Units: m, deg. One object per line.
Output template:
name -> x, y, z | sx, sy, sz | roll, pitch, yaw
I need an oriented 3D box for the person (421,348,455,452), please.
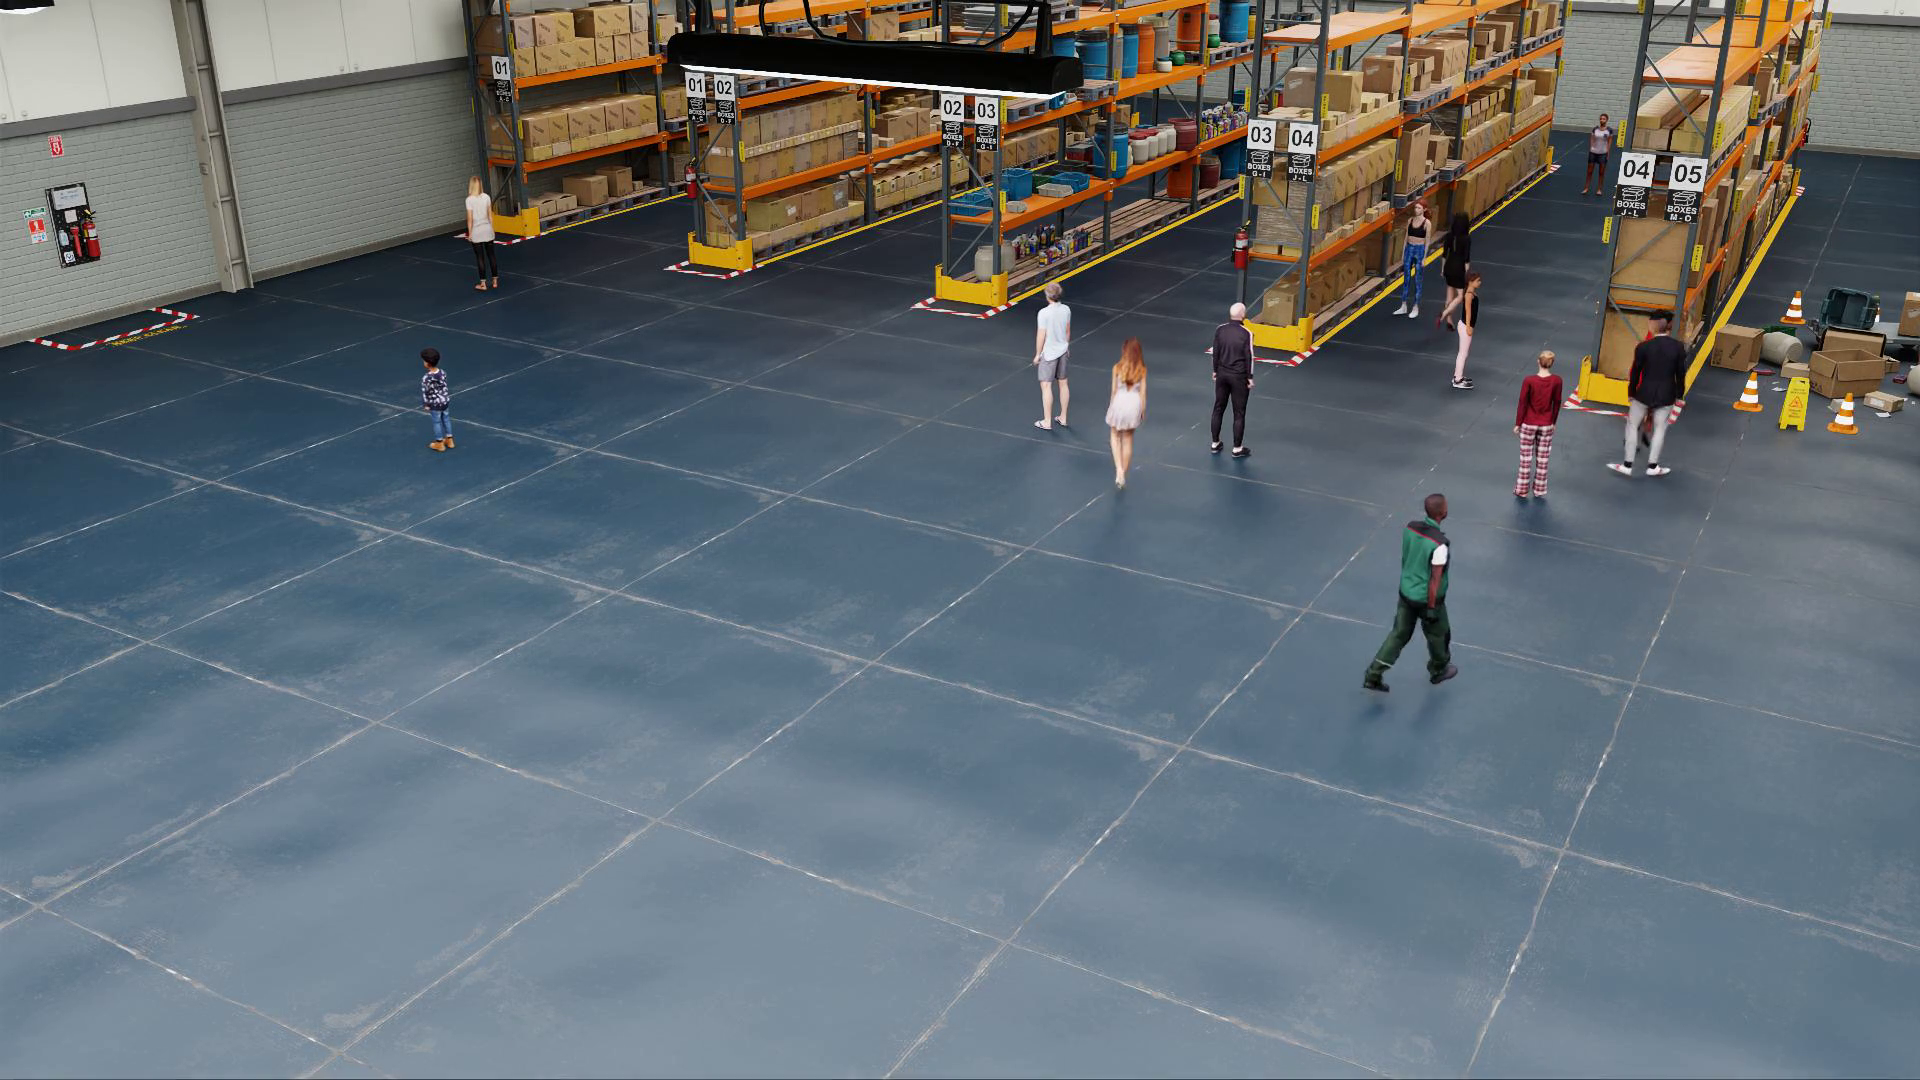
person -> -6.239, -1.686, 19.856 | 0.586, 1.253, 0.476 | 18, 29, 35

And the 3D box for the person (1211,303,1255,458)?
person -> 3.206, -1.896, 19.605 | 0.695, 1.837, 0.593 | 16, 28, 34

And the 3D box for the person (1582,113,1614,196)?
person -> 13.045, -7.888, 33.967 | 0.581, 1.625, 0.540 | 11, 25, 24

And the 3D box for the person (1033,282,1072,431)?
person -> 1.162, -2.279, 20.515 | 0.674, 1.829, 0.800 | -13, 26, -28

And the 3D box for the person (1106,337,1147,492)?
person -> 1.848, -1.361, 18.448 | 0.714, 1.757, 0.761 | 1, 23, 3

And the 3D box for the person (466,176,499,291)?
person -> -7.700, -4.951, 26.801 | 0.569, 1.827, 0.716 | -19, 30, -38

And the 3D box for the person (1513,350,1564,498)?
person -> 6.375, -1.290, 18.359 | 0.683, 1.696, 0.660 | 1, 23, 3

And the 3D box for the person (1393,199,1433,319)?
person -> 6.917, -4.289, 25.299 | 0.619, 1.785, 0.648 | 20, 30, 38

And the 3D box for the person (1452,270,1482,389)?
person -> 6.745, -2.821, 22.126 | 0.633, 1.565, 0.510 | 7, 24, 16

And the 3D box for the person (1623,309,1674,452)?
person -> 8.081, -1.865, 19.669 | 0.804, 1.730, 0.751 | -2, 23, -4

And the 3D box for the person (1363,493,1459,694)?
person -> 3.810, 0.505, 14.014 | 1.337, 1.794, 1.145 | -11, 25, -24

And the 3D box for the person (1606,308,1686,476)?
person -> 7.967, -1.657, 18.940 | 0.930, 1.917, 0.762 | 13, 26, 28

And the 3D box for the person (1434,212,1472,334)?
person -> 7.186, -3.859, 24.278 | 0.966, 1.793, 0.809 | -16, 28, -33
